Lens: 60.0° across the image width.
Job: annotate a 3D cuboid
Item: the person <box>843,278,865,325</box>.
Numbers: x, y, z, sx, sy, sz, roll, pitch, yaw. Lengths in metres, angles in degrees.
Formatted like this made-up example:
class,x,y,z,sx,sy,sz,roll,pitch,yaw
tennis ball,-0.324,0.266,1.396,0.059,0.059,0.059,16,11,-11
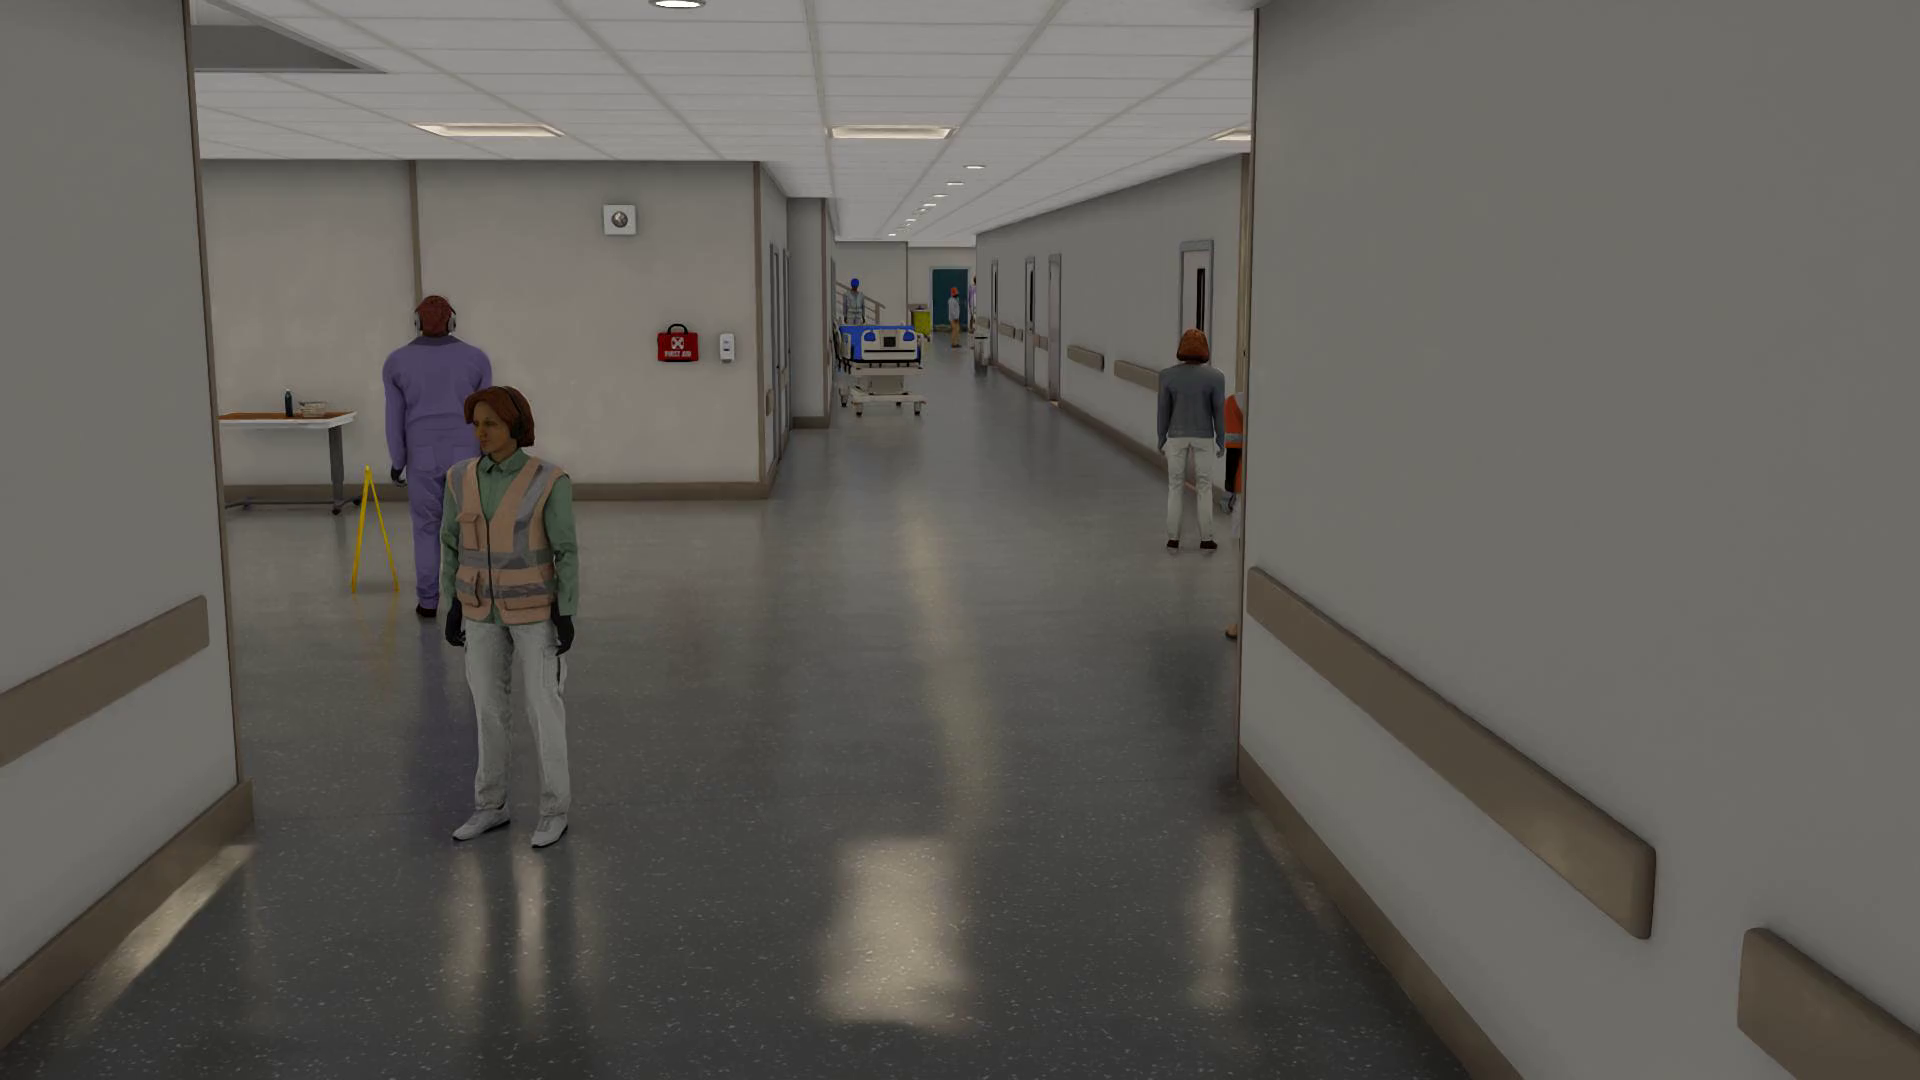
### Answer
class,x,y,z,sx,sy,sz,roll,pitch,yaw
person,-2.730,-5.770,42.900,0.602,1.939,0.397,-4,10,-23

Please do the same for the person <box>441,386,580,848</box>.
class,x,y,z,sx,sy,sz,roll,pitch,yaw
person,-1.595,0.272,5.905,0.525,1.639,0.307,3,9,16

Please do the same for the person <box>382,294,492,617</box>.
class,x,y,z,sx,sy,sz,roll,pitch,yaw
person,-3.064,-0.494,9.878,0.636,1.911,0.405,-3,9,-16

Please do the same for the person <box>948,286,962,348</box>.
class,x,y,z,sx,sy,sz,roll,pitch,yaw
person,-0.131,-6.224,46.443,0.354,1.723,0.583,3,10,19

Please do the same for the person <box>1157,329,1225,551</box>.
class,x,y,z,sx,sy,sz,roll,pitch,yaw
person,1.697,-0.729,12.211,0.508,1.632,0.264,2,9,15
